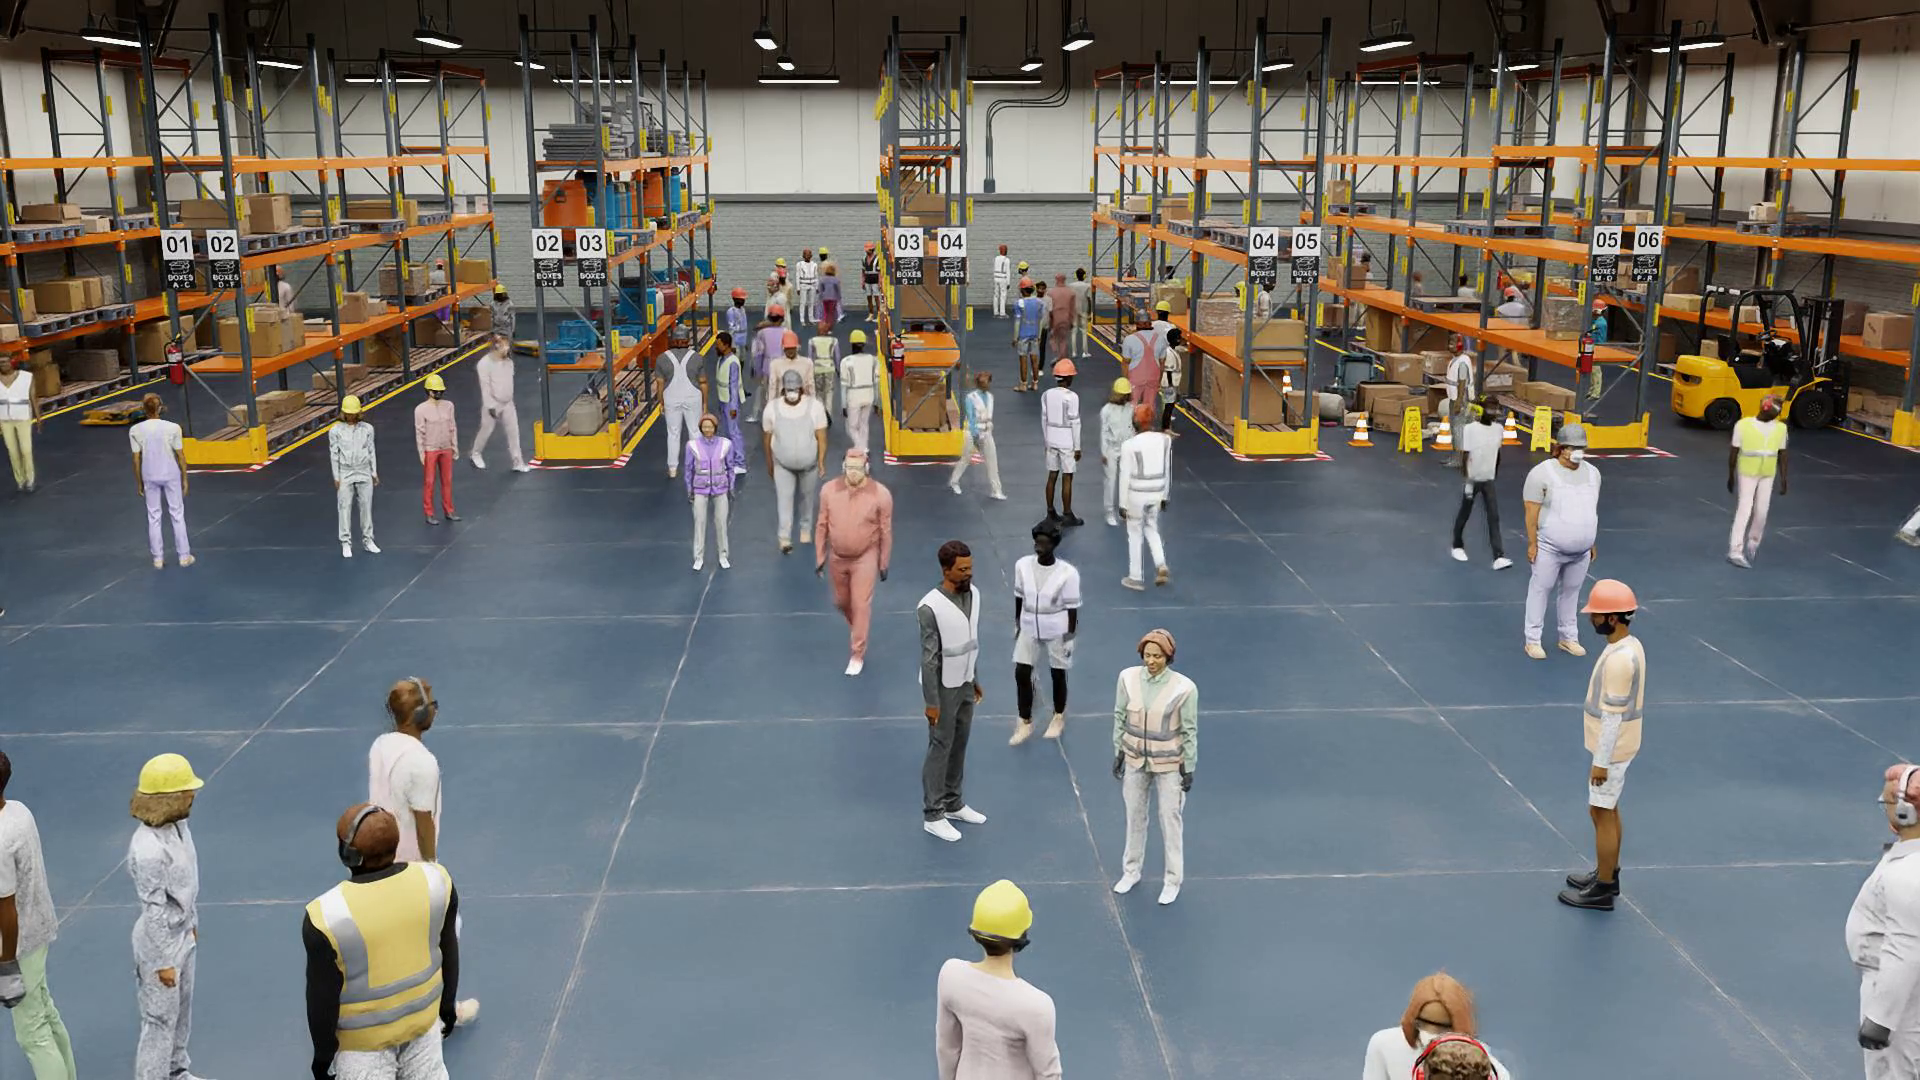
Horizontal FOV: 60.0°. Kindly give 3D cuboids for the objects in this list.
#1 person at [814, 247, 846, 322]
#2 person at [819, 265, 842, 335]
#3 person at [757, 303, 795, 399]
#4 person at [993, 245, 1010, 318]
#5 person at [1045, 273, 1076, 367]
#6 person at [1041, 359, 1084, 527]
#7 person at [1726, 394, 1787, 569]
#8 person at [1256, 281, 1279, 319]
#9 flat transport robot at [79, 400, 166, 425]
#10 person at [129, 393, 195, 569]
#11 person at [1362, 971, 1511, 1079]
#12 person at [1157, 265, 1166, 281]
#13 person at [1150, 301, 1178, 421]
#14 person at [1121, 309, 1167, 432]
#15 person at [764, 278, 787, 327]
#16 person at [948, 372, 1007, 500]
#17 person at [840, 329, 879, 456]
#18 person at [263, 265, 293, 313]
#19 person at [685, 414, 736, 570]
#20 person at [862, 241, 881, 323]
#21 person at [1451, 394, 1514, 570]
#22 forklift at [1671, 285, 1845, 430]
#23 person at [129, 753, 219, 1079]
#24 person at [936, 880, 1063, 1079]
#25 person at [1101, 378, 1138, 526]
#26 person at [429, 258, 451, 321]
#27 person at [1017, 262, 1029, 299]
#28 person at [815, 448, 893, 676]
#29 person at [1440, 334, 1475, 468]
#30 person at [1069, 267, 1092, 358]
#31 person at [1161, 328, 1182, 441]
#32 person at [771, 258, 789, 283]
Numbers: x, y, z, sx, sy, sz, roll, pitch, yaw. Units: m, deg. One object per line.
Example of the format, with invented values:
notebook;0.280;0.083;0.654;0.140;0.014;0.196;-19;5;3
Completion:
person;-3.304;-6.385;41.696;0.925;1.891;0.598;5;14;20
person;-3.025;-5.625;38.999;0.516;1.615;0.441;2;13;9
person;-2.805;-2.575;25.283;0.604;2.012;0.943;3;14;14
person;1.079;-6.634;42.743;0.365;1.877;0.568;-12;18;-41
person;1.968;-4.359;33.060;0.672;1.884;0.496;-3;14;-14
person;1.193;-1.124;19.249;0.364;1.939;0.542;-13;18;-43
person;8.384;-0.630;17.487;0.620;1.790;0.648;-1;13;-5
person;5.735;-3.996;31.228;0.417;2.034;0.603;1;13;4
flat transport robot;-13.472;-2.055;26.766;0.652;0.197;1.431;1;13;3
person;-8.293;-0.612;17.282;0.508;1.844;0.342;-4;14;-17
person;1.558;2.246;5.679;0.511;1.609;0.700;11;17;38
person;4.771;-5.683;39.234;0.267;1.628;0.502;-1;13;-3
person;3.221;-2.862;26.657;0.585;1.917;0.382;8;16;32
person;2.638;-2.363;24.278;0.684;2.000;0.535;-5;14;-20
person;-3.517;-4.018;31.582;0.407;1.905;0.655;-6;15;-24
person;0.207;-1.322;20.823;0.504;1.598;0.863;-12;18;-41
person;-1.346;-1.898;22.586;0.593;1.911;0.559;-7;15;-28
person;-13.967;-4.663;34.152;0.626;1.981;0.652;3;14;14
person;-2.587;-0.501;17.251;0.523;1.638;0.311;-3;14;-11
person;-2.225;-6.459;41.670;0.612;2.029;0.410;9;16;34
person;5.448;-0.609;17.328;0.514;1.817;0.983;-3;14;-13
forklift;12.503;-2.886;26.166;2.313;2.155;1.214;-1;13;-3
person;-3.503;1.779;7.411;0.382;1.732;0.498;-2;13;-8
person;0.150;2.075;6.059;0.532;1.772;0.300;10;16;36
person;1.849;-1.007;19.271;0.499;1.703;0.346;-5;14;-20
person;-12.302;-5.808;39.490;0.568;1.751;0.338;-4;14;-18
person;1.444;-5.484;38.088;0.311;1.768;0.533;2;13;7
person;-0.880;0.132;14.037;0.641;1.882;0.827;4;14;16
person;6.832;-1.902;22.780;0.390;1.835;0.560;1;13;4
person;2.507;-4.750;34.756;0.521;1.873;0.334;6;14;22
person;3.155;-2.335;24.920;0.319;1.688;0.539;3;14;12
person;-4.260;-5.811;39.499;0.518;1.757;0.335;-12;18;-41
